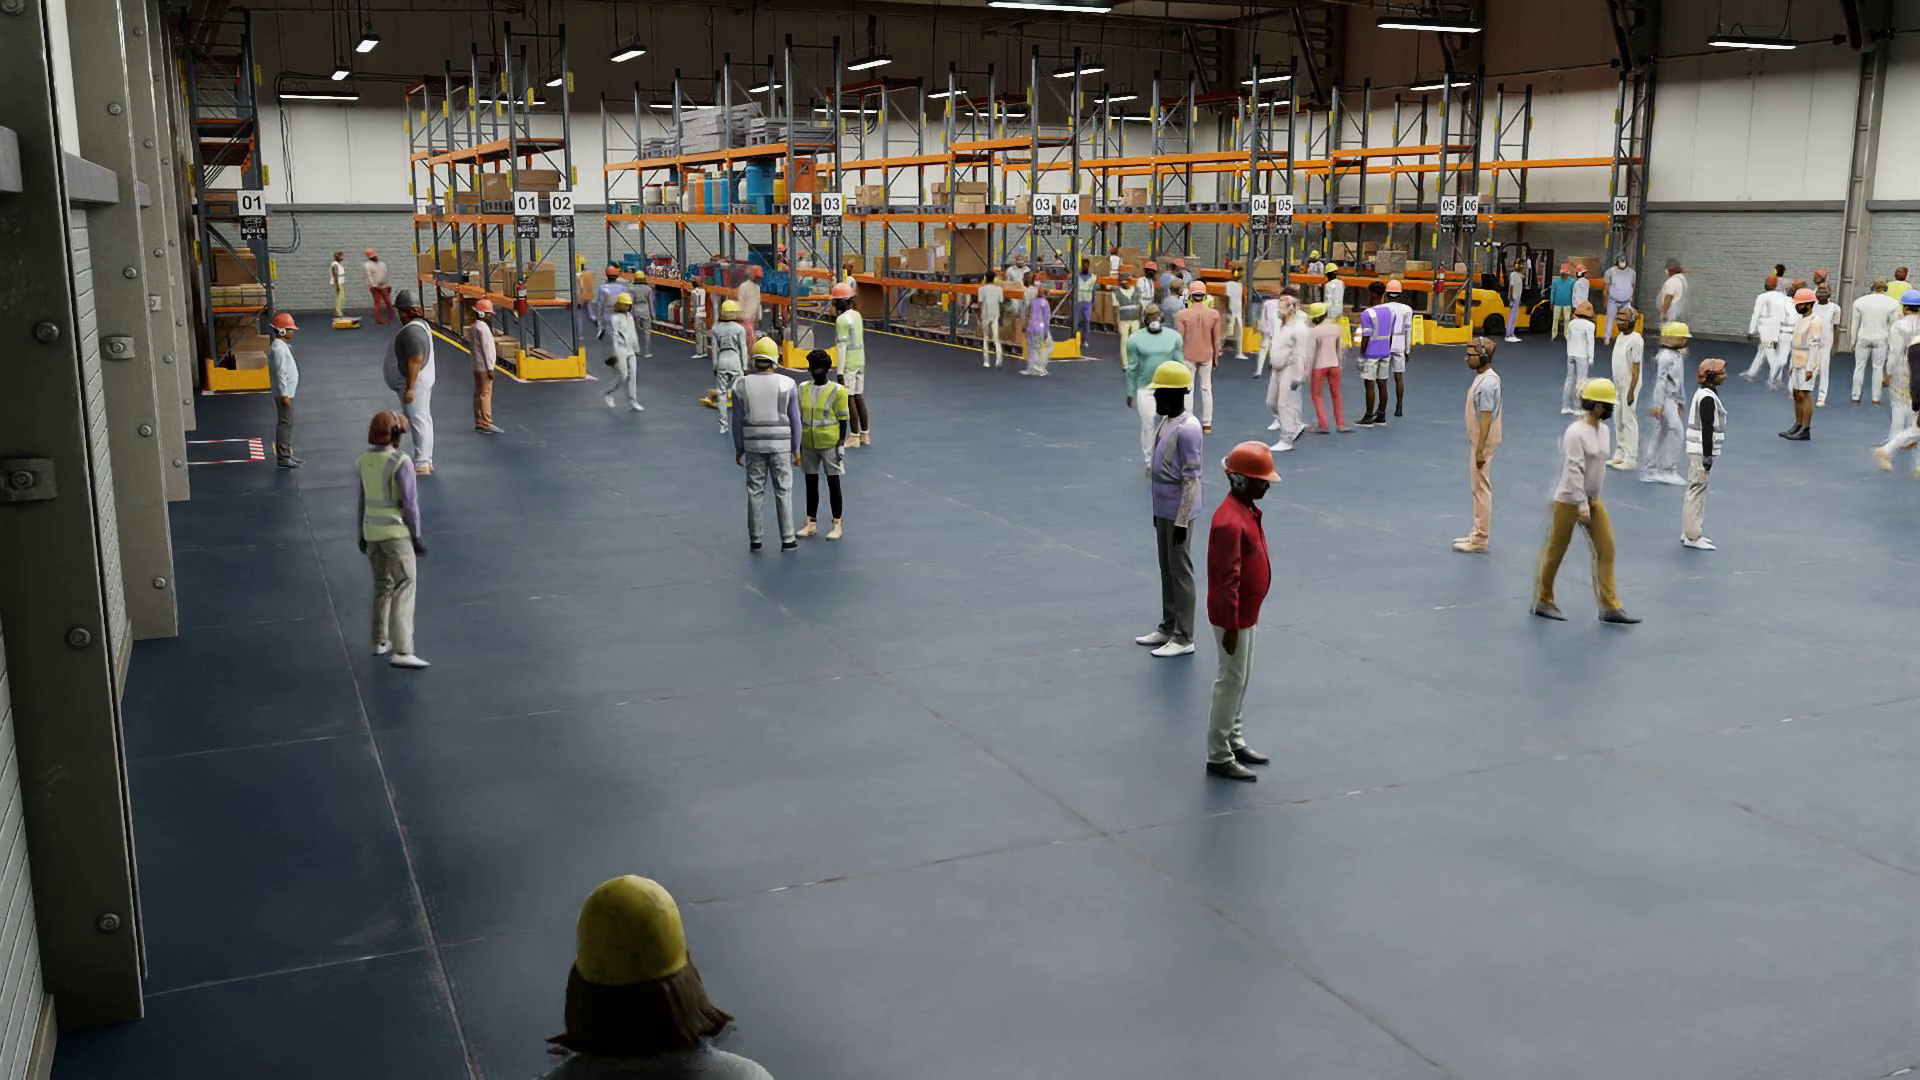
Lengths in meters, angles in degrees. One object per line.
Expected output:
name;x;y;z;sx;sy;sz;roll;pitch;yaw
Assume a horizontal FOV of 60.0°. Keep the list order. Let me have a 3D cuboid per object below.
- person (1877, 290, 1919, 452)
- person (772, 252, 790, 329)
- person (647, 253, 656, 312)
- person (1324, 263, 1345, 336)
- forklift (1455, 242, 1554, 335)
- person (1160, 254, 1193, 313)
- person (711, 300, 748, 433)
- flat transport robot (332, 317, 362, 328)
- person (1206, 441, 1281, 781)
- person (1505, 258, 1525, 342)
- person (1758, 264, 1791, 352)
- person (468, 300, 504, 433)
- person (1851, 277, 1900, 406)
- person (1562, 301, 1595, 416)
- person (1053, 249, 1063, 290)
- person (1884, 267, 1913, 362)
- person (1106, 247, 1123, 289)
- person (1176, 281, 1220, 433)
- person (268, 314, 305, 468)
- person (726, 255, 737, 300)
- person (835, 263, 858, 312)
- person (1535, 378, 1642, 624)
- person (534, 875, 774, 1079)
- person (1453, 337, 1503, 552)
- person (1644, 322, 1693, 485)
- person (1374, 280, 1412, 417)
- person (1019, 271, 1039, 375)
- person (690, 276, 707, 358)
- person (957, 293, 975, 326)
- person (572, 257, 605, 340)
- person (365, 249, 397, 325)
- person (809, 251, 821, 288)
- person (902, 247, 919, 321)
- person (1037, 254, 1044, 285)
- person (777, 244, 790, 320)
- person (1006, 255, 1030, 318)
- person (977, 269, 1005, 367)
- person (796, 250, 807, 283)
person;11.444;-2.035;20.108;0.602;1.949;0.393;-3;11;-14
person;-4.469;-6.195;41.348;0.641;1.913;0.407;4;12;20
person;-8.630;-7.172;46.719;0.339;1.748;0.564;-3;12;-16
person;7.125;-4.334;31.873;0.386;1.918;0.585;9;15;40
forklift;13.047;-6.049;39.881;2.313;2.155;1.214;-5;12;-23
person;4.484;-4.952;34.698;0.689;2.000;0.535;-2;11;-10
person;-3.014;-2.272;21.846;0.485;1.739;0.313;3;11;13
flat transport robot;-15.477;-5.497;41.977;0.652;0.197;1.431;-3;12;-17
person;1.442;0.356;8.494;0.351;1.739;0.573;4;12;18
person;12.478;-5.386;37.351;0.309;1.864;0.535;9;14;38
person;16.990;-4.804;34.543;0.521;1.824;0.970;-4;12;-18
person;-6.247;-2.284;21.892;0.338;1.743;0.560;-7;13;-33
person;13.684;-2.970;24.929;0.623;1.932;0.373;7;13;31
person;8.865;-2.595;23.786;0.288;1.626;0.497;-5;12;-22
person;2.990;-7.956;50.663;0.313;1.769;0.523;3;11;14
person;17.987;-4.317;31.967;0.390;1.846;0.564;-7;13;-31
person;4.528;-7.778;49.516;0.806;1.867;0.544;-5;12;-23
person;3.092;-2.387;21.780;0.622;1.992;0.396;-2;11;-10
person;-7.652;-1.696;18.907;0.344;1.744;0.567;-4;12;-18
person;-6.845;-7.684;49.621;0.280;1.633;0.502;7;13;31
person;-2.354;-4.801;34.448;0.563;1.837;0.389;9;14;37
person;4.418;-0.251;11.583;0.537;1.734;0.817;-8;14;-34
person;-0.569;1.435;3.037;0.479;1.718;0.608;-4;12;-19
person;4.426;-0.809;14.166;0.348;1.839;0.504;3;11;14
person;7.606;-1.442;17.643;0.621;1.719;0.511;8;14;35
person;6.102;-2.712;23.578;0.552;1.935;0.374;0;11;1
person;1.248;-3.867;29.681;0.347;1.846;0.505;5;12;25
person;-5.192;-4.423;33.037;0.308;1.640;0.511;3;12;16
person;0.098;-6.467;42.740;0.593;1.906;0.673;-1;11;-5
person;-8.478;-5.470;37.721;0.801;1.902;0.588;7;13;33
person;-14.909;-6.508;42.896;0.467;1.940;0.754;9;14;39
person;-4.322;-7.821;50.021;0.452;1.747;0.576;0;11;2
person;-1.278;-6.754;43.997;0.626;1.992;0.693;-10;15;-40
person;2.361;-7.701;49.691;0.314;1.640;0.516;1;11;6
person;-4.777;-6.952;44.893;0.397;2.036;0.605;0;11;-2
person;1.468;-5.862;39.761;0.647;1.878;0.820;-3;12;-17
person;0.582;-4.125;31.030;0.526;1.842;0.716;-2;11;-10
person;-4.968;-8.238;52.193;0.403;1.718;0.634;1;11;3
